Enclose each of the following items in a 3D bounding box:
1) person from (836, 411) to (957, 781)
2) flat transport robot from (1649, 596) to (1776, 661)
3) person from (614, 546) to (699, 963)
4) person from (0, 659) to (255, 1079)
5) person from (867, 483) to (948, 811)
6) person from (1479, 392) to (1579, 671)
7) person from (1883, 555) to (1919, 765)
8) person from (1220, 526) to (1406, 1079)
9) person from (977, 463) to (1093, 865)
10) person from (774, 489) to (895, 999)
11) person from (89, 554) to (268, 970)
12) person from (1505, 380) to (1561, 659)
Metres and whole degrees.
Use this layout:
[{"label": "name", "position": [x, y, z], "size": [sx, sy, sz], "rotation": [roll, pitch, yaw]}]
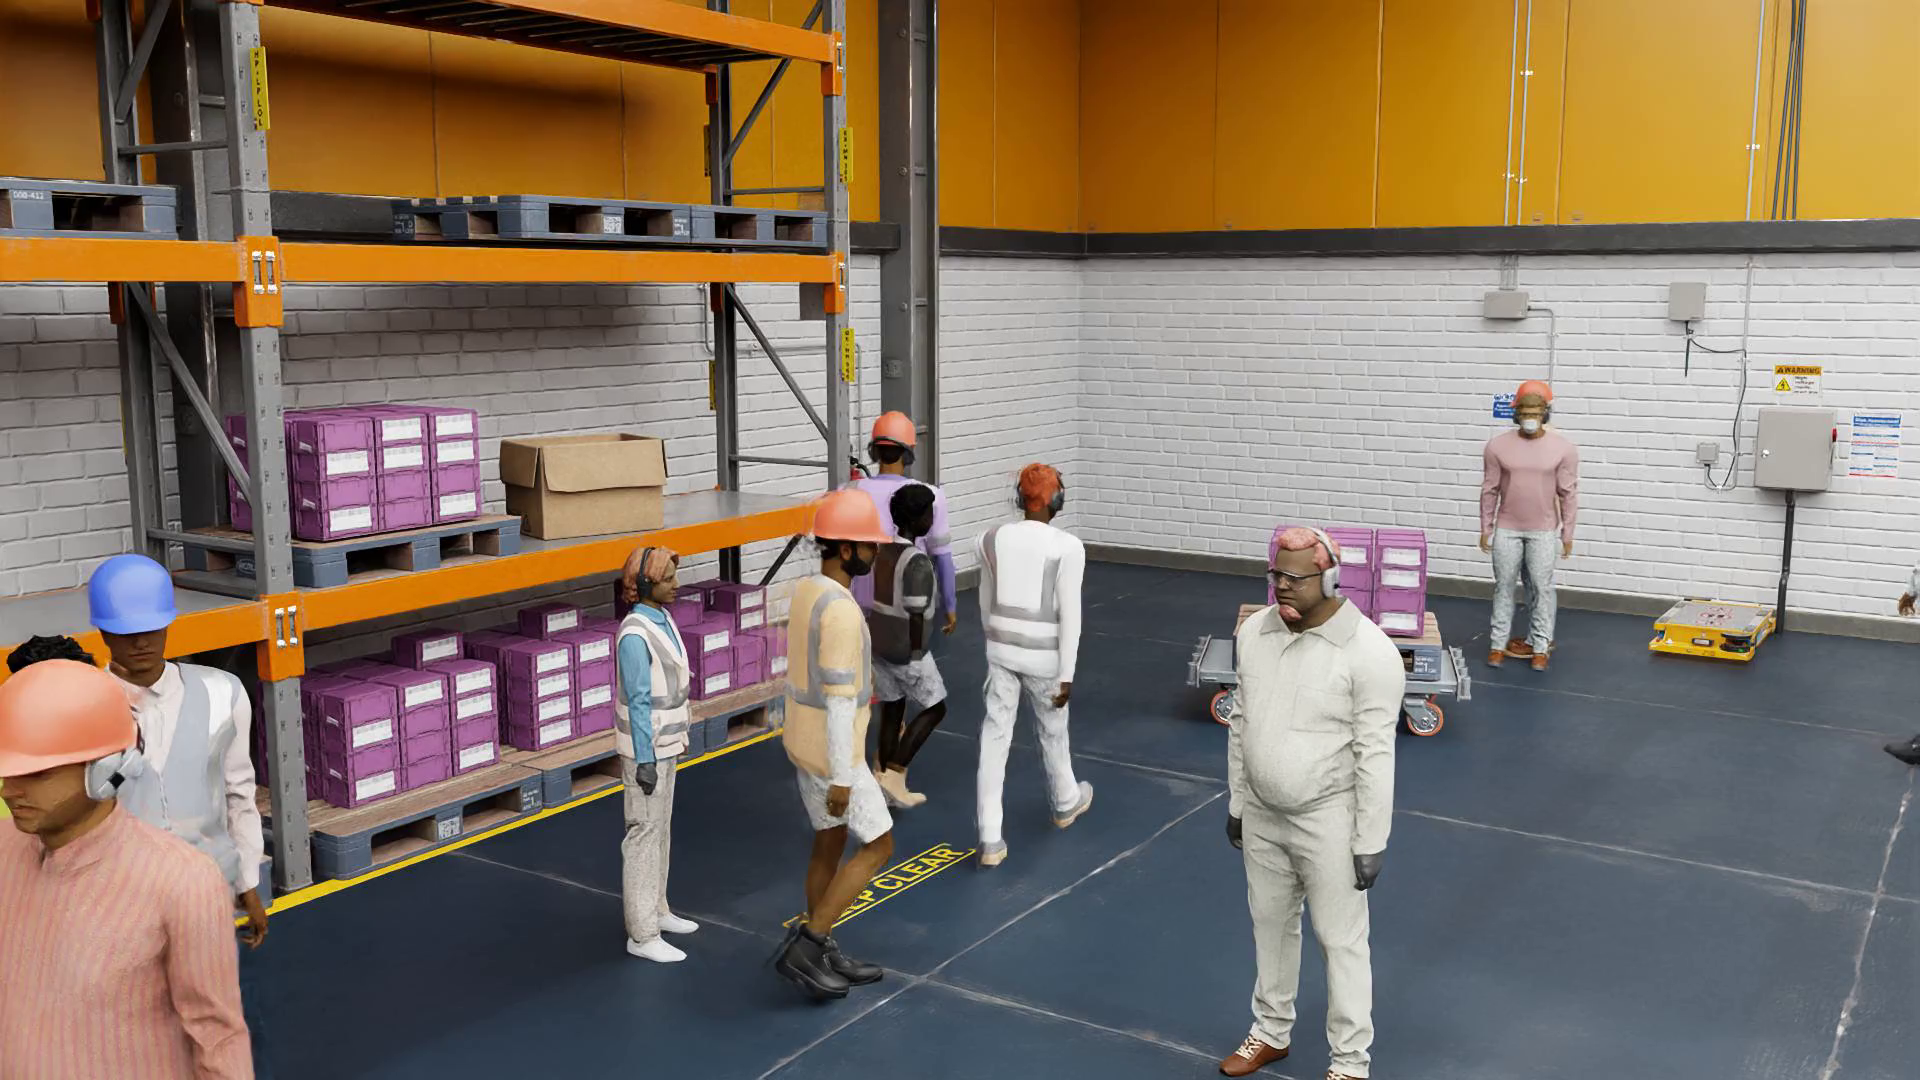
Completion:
[{"label": "person", "position": [-0.348, 0.308, 8.906], "size": [0.633, 1.987, 1.070], "rotation": [2, 9, 12]}, {"label": "flat transport robot", "position": [5.579, 0.641, 12.283], "size": [0.652, 0.197, 1.431], "rotation": [6, 10, 33]}, {"label": "person", "position": [-1.216, 0.834, 6.595], "size": [0.306, 1.640, 0.522], "rotation": [0, 9, 1]}, {"label": "person", "position": [-1.690, 1.169, 3.398], "size": [0.612, 1.963, 0.912], "rotation": [3, 9, 21]}, {"label": "person", "position": [-0.270, 0.544, 8.342], "size": [0.379, 1.677, 0.531], "rotation": [-6, 10, -32]}, {"label": "person", "position": [3.910, -0.059, 11.482], "size": [0.650, 1.931, 0.379], "rotation": [4, 10, 26]}, {"label": "person", "position": [5.479, 0.310, 9.183], "size": [0.934, 1.896, 0.571], "rotation": [-1, 9, -5]}, {"label": "person", "position": [1.106, 0.893, 5.395], "size": [0.394, 1.899, 0.641], "rotation": [-7, 11, -40]}, {"label": "person", "position": [0.326, 0.553, 7.827], "size": [0.601, 1.829, 1.015], "rotation": [5, 10, 27]}, {"label": "person", "position": [-0.446, 0.765, 6.166], "size": [0.401, 1.923, 0.544], "rotation": [-4, 10, -23]}, {"label": "person", "position": [-2.208, 0.995, 4.550], "size": [0.614, 1.945, 0.404], "rotation": [-8, 12, -41]}, {"label": "person", "position": [4.097, -0.149, 11.887], "size": [0.404, 1.986, 0.609], "rotation": [5, 10, 30]}]
